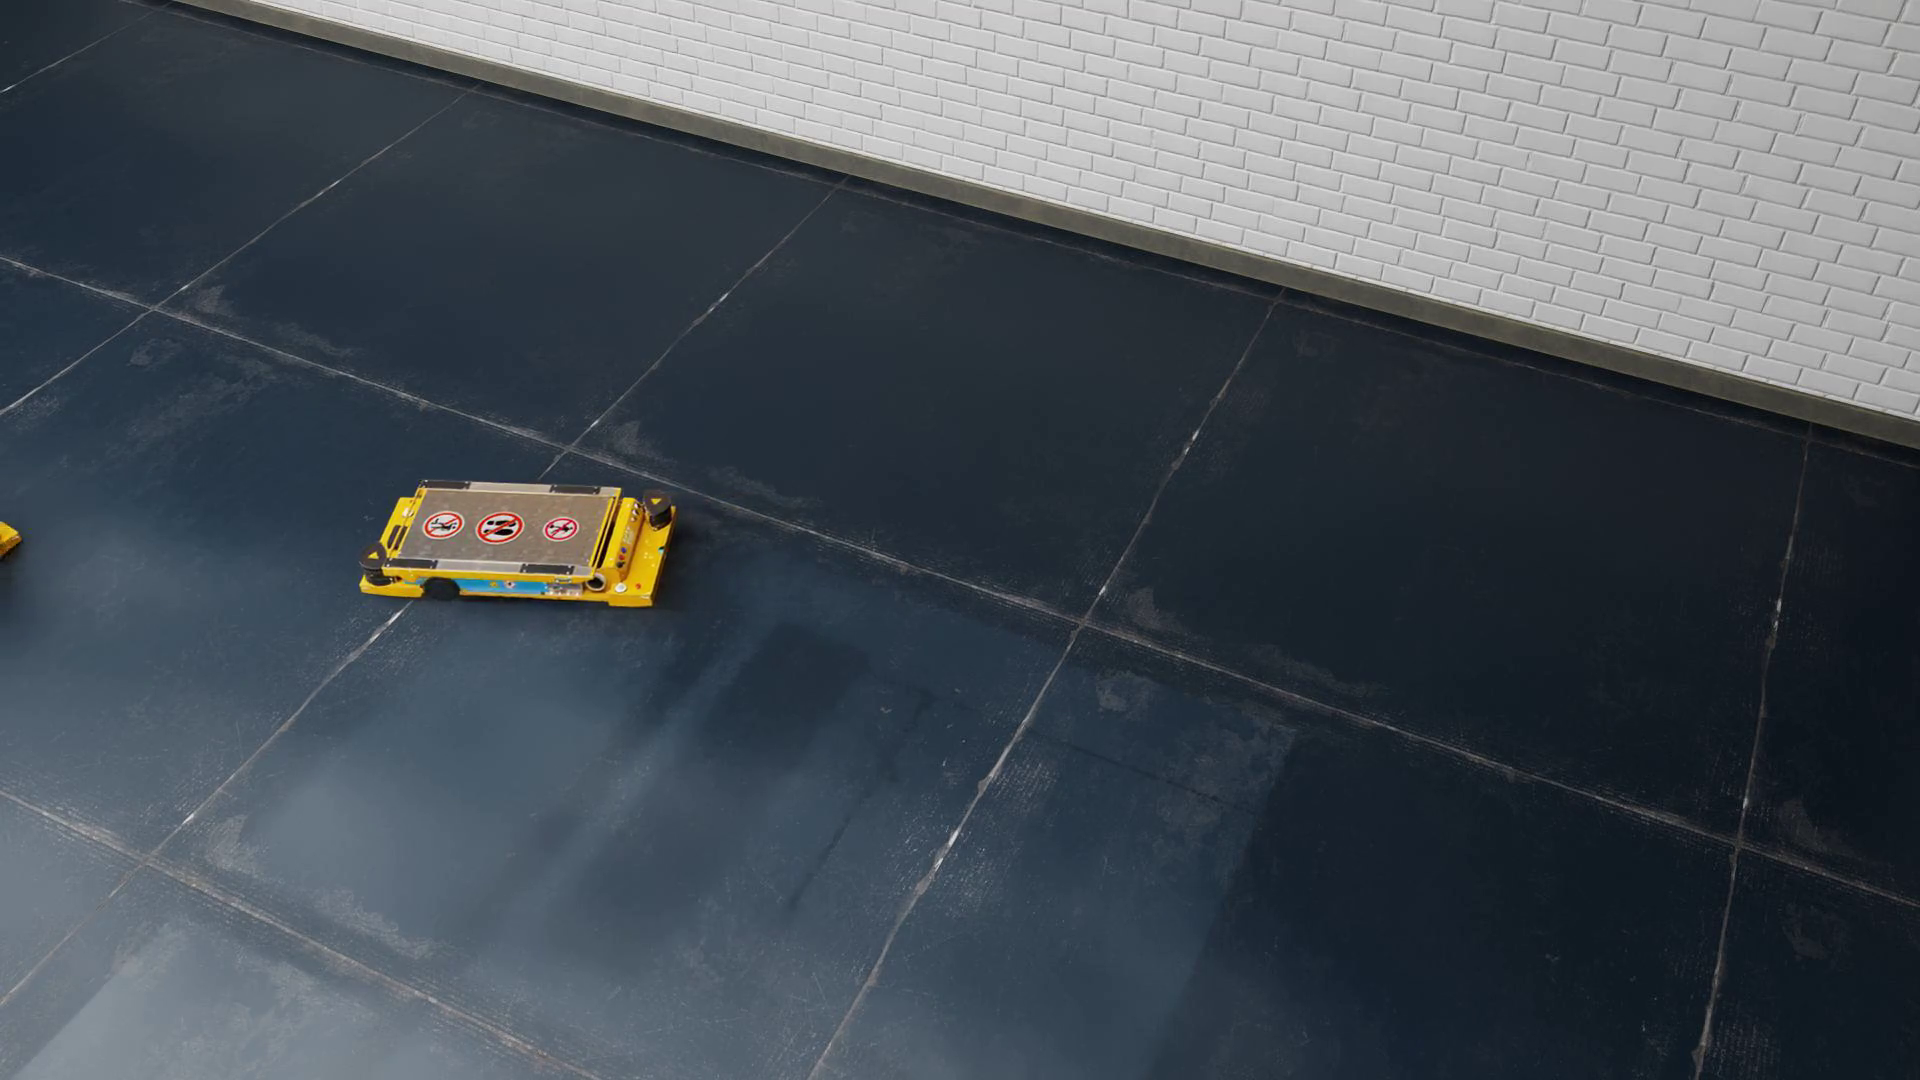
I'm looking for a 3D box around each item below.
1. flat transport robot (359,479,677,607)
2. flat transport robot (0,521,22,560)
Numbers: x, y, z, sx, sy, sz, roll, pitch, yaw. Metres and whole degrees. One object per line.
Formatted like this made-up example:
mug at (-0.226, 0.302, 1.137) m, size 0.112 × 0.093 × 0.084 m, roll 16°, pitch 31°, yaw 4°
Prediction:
flat transport robot at (-2.175, 0.016, 8.238) m, size 1.431 × 0.231 × 0.659 m, roll 2°, pitch 43°, yaw 3°
flat transport robot at (-5.381, 0.225, 8.013) m, size 0.659 × 0.231 × 1.431 m, roll 25°, pitch 48°, yaw 25°
